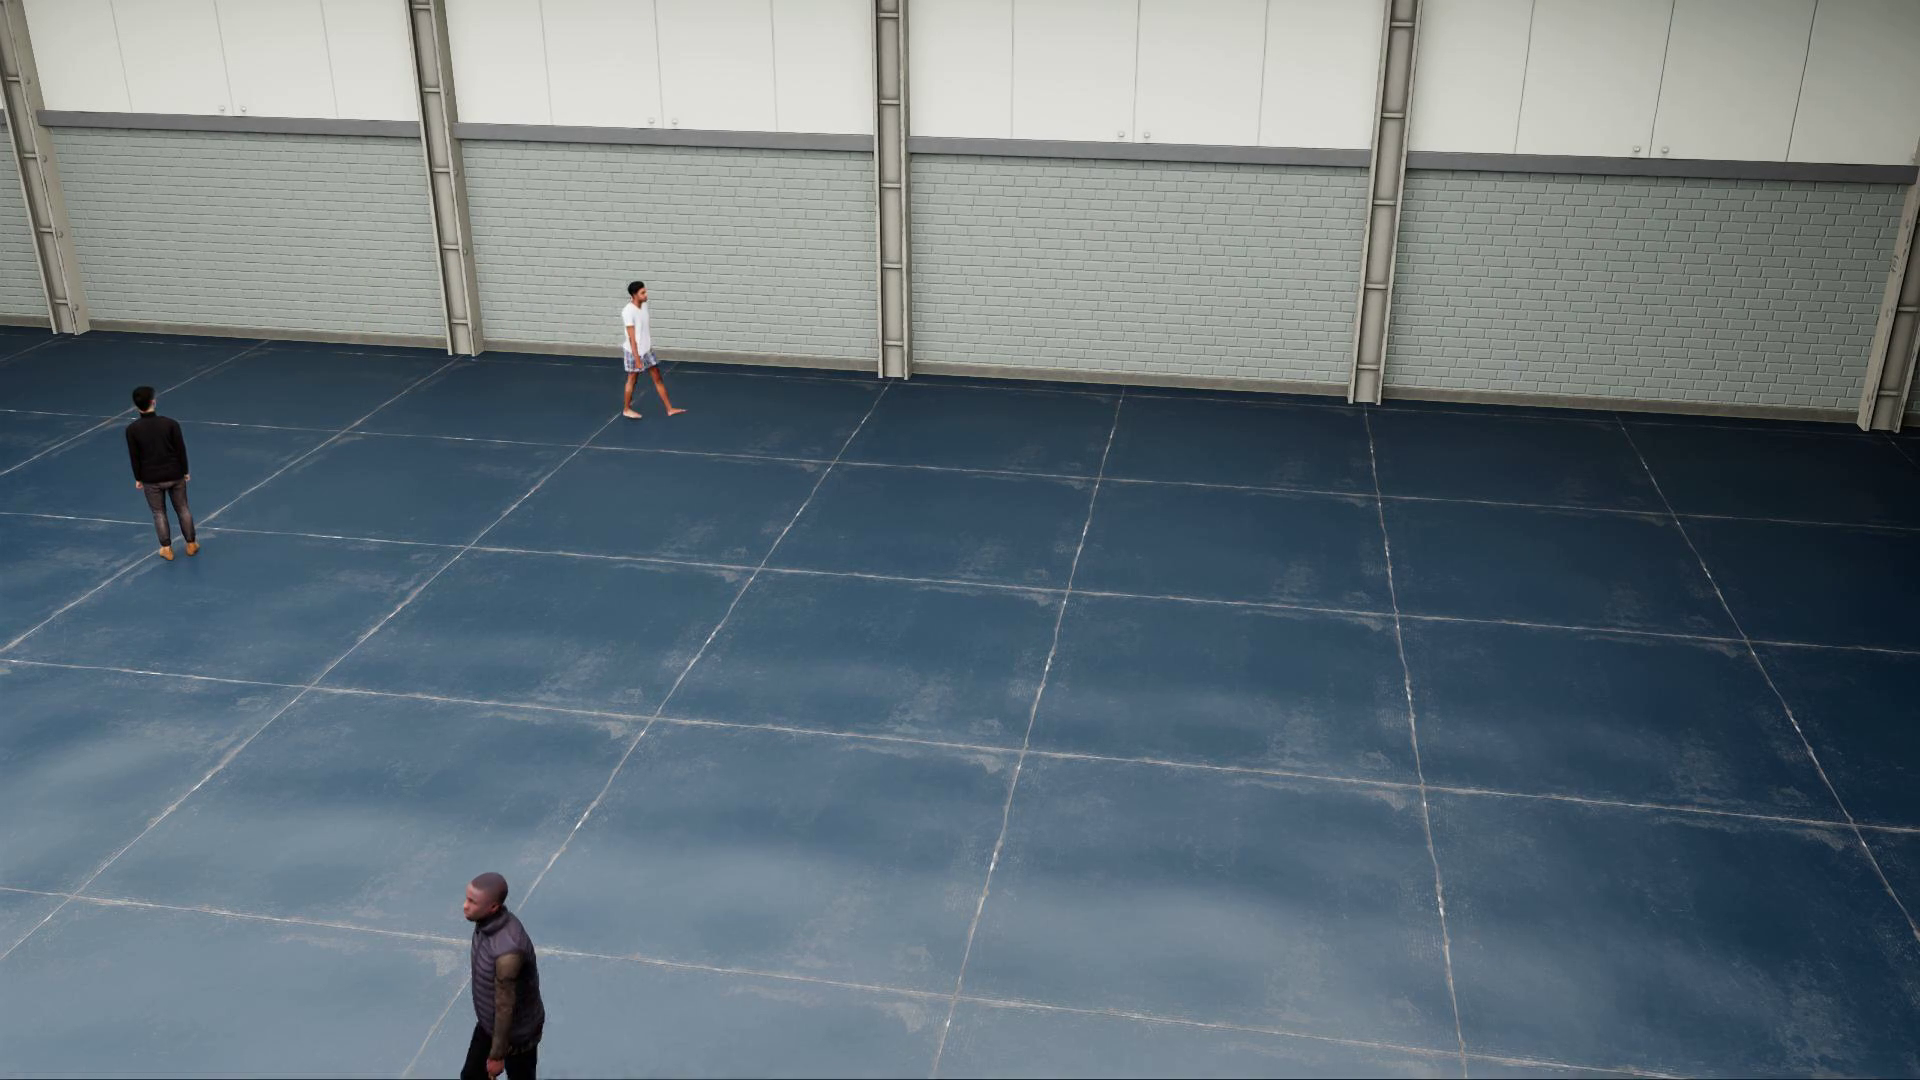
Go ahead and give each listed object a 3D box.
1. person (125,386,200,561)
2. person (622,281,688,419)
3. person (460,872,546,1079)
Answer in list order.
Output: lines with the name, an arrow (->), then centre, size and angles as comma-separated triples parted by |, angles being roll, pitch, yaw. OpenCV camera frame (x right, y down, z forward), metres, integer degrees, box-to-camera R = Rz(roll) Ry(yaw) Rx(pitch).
person -> -7.695, -0.649, 16.033 | 0.699, 1.723, 0.784 | -12, 26, -27
person -> -3.901, -2.244, 19.821 | 1.098, 1.694, 0.816 | 9, 25, 19
person -> -2.236, 2.477, 8.556 | 0.889, 1.821, 0.832 | -15, 27, -31
